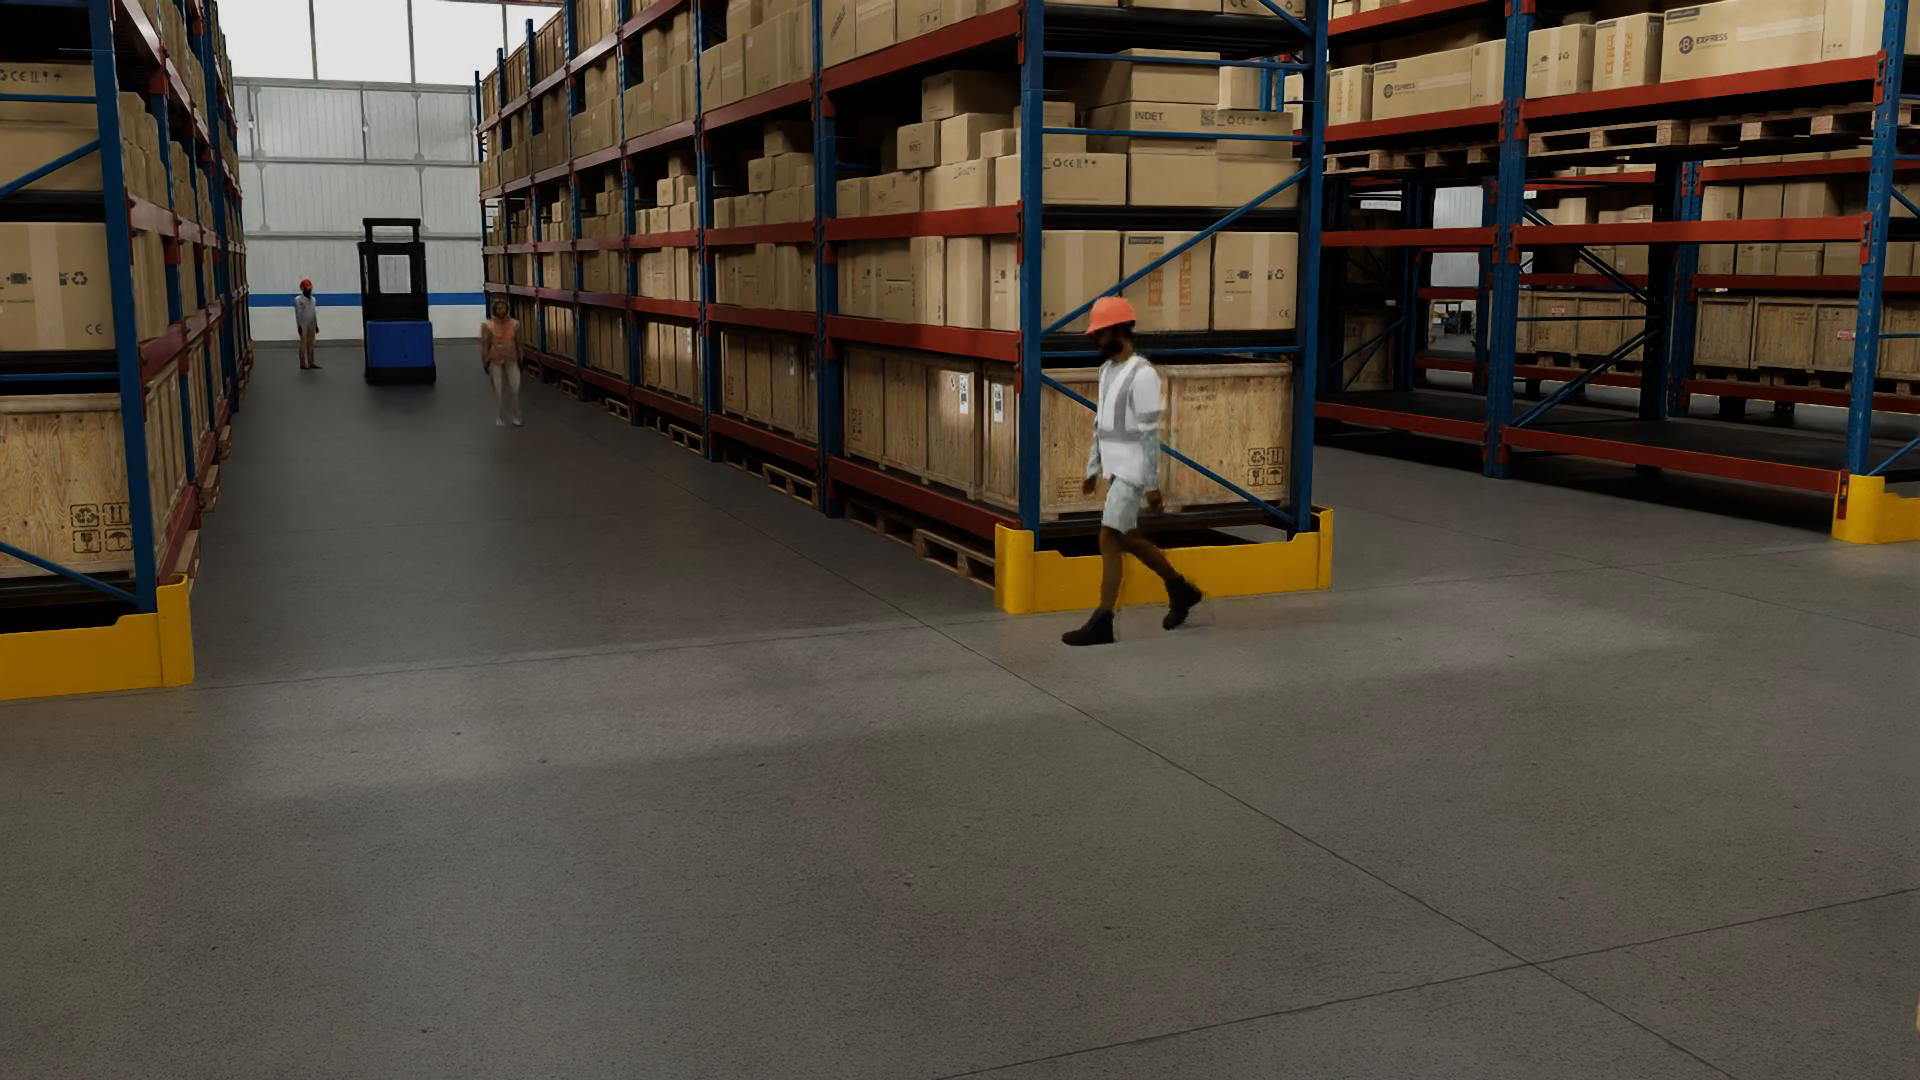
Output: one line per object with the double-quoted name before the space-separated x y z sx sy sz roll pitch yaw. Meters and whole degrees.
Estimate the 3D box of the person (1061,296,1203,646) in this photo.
"person" 0.975 -0.384 9.114 0.848 1.899 0.553 -3 10 -15

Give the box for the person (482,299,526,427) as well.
"person" -5.700 -2.199 20.835 0.539 1.608 0.775 -5 11 -25

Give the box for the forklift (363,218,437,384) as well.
"forklift" -9.685 -4.124 28.563 1.129 2.768 1.873 -4 10 -22

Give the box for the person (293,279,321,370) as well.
"person" -12.655 -4.186 32.304 0.343 1.749 0.573 3 10 17
